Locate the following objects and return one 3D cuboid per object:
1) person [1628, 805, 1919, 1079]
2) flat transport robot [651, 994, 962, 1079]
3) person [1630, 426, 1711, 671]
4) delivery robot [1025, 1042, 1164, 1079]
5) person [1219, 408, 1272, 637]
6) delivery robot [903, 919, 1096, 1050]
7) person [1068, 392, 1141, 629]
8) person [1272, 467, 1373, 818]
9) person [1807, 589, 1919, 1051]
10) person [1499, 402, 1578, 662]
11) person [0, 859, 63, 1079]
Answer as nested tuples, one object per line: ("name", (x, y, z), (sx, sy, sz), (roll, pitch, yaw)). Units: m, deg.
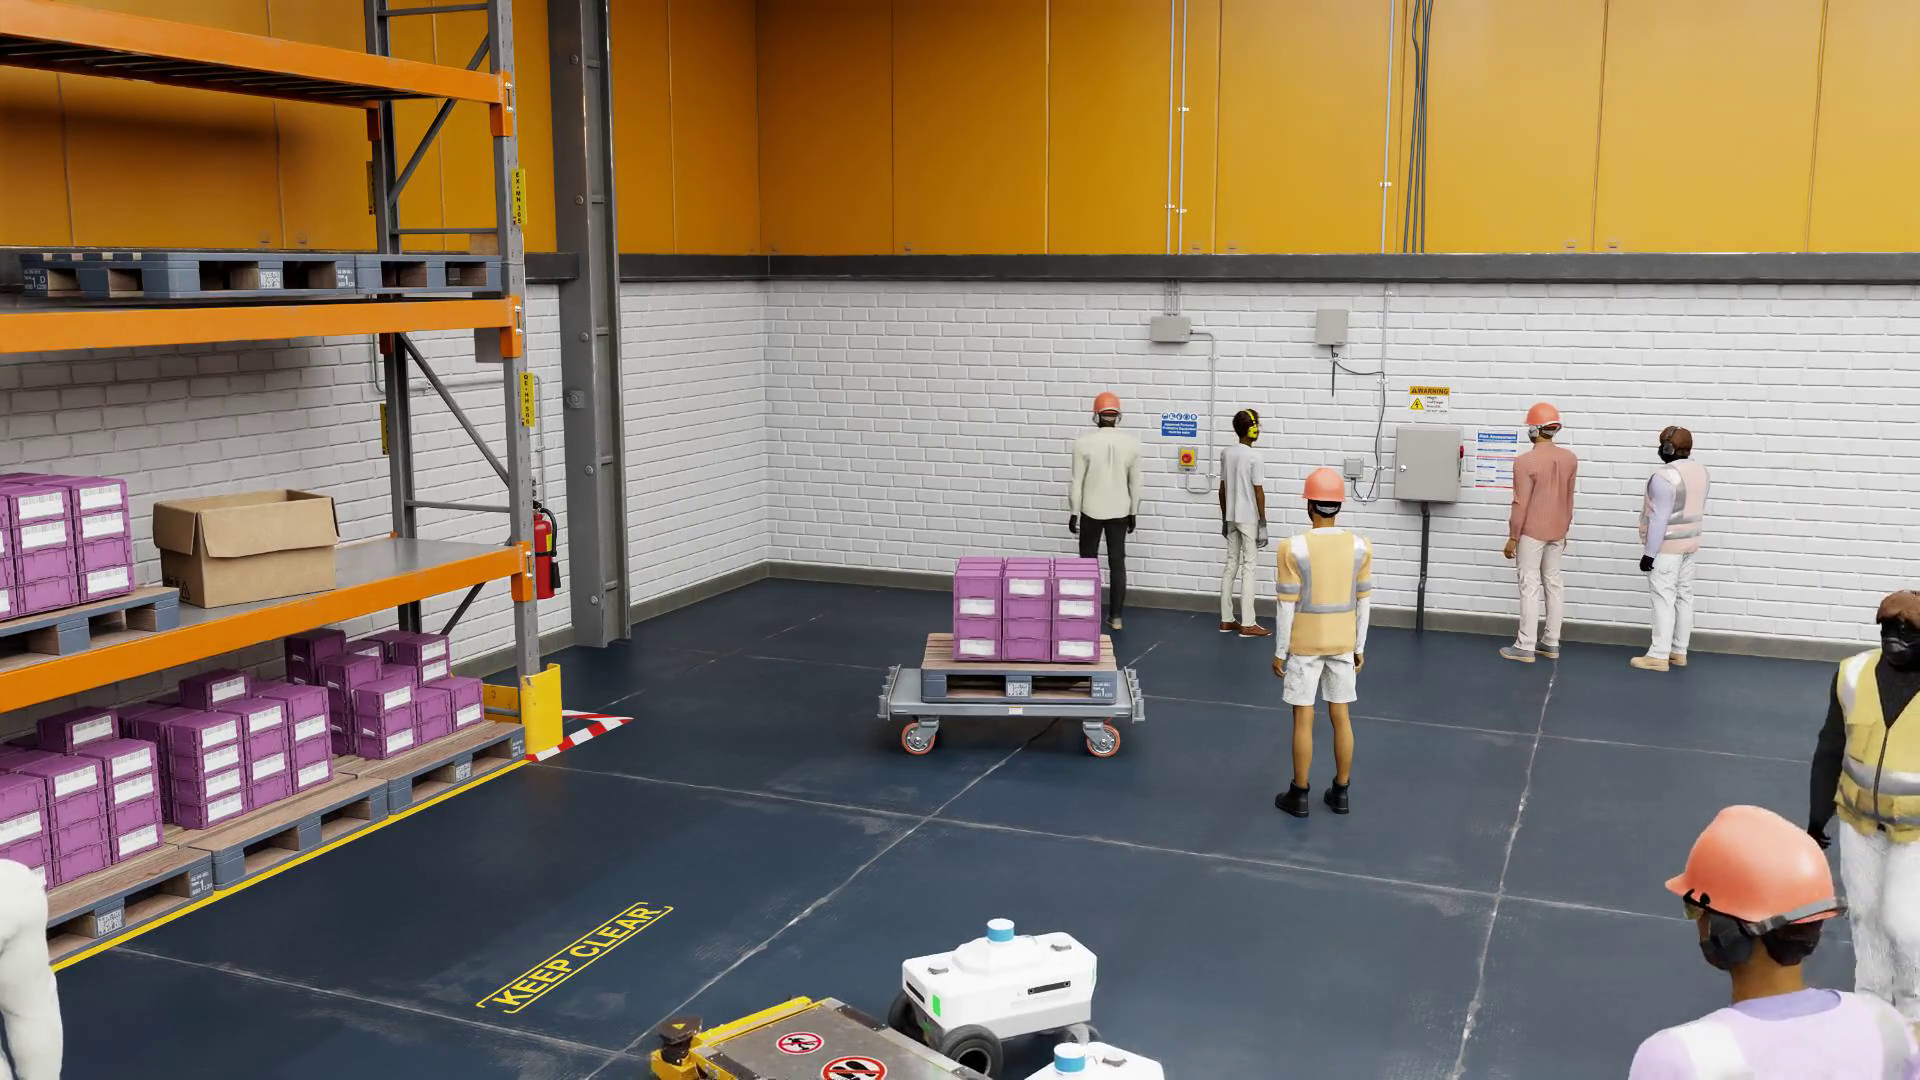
("person", (1.486, 1.496, 3.365), (0.625, 1.991, 0.994), (-4, 10, -22))
("flat transport robot", (-0.432, 1.940, 5.875), (0.652, 0.197, 1.431), (-8, 13, -42))
("person", (5.327, 0.062, 12.511), (0.621, 1.845, 0.429), (-7, 12, -36))
("delivery robot", (0.348, 1.847, 5.298), (0.477, 0.478, 0.707), (8, 12, 38))
("person", (2.339, -0.143, 13.657), (0.328, 1.876, 0.514), (-6, 11, -34))
("delivery robot", (0.155, 1.681, 6.304), (0.707, 0.478, 0.477), (-4, 10, -24))
("person", (1.202, -0.238, 13.895), (0.618, 1.990, 0.405), (-2, 10, -14))
("person", (1.977, 0.566, 9.167), (0.545, 1.938, 0.362), (-2, 10, -11))
("person", (3.565, 1.087, 6.350), (0.469, 1.824, 0.649), (-6, 11, -33))
("person", (4.441, -0.058, 12.772), (0.608, 1.995, 0.377), (-5, 11, -27))
("person", (-2.496, 1.420, 3.996), (0.629, 1.936, 0.371), (-4, 10, -24))
